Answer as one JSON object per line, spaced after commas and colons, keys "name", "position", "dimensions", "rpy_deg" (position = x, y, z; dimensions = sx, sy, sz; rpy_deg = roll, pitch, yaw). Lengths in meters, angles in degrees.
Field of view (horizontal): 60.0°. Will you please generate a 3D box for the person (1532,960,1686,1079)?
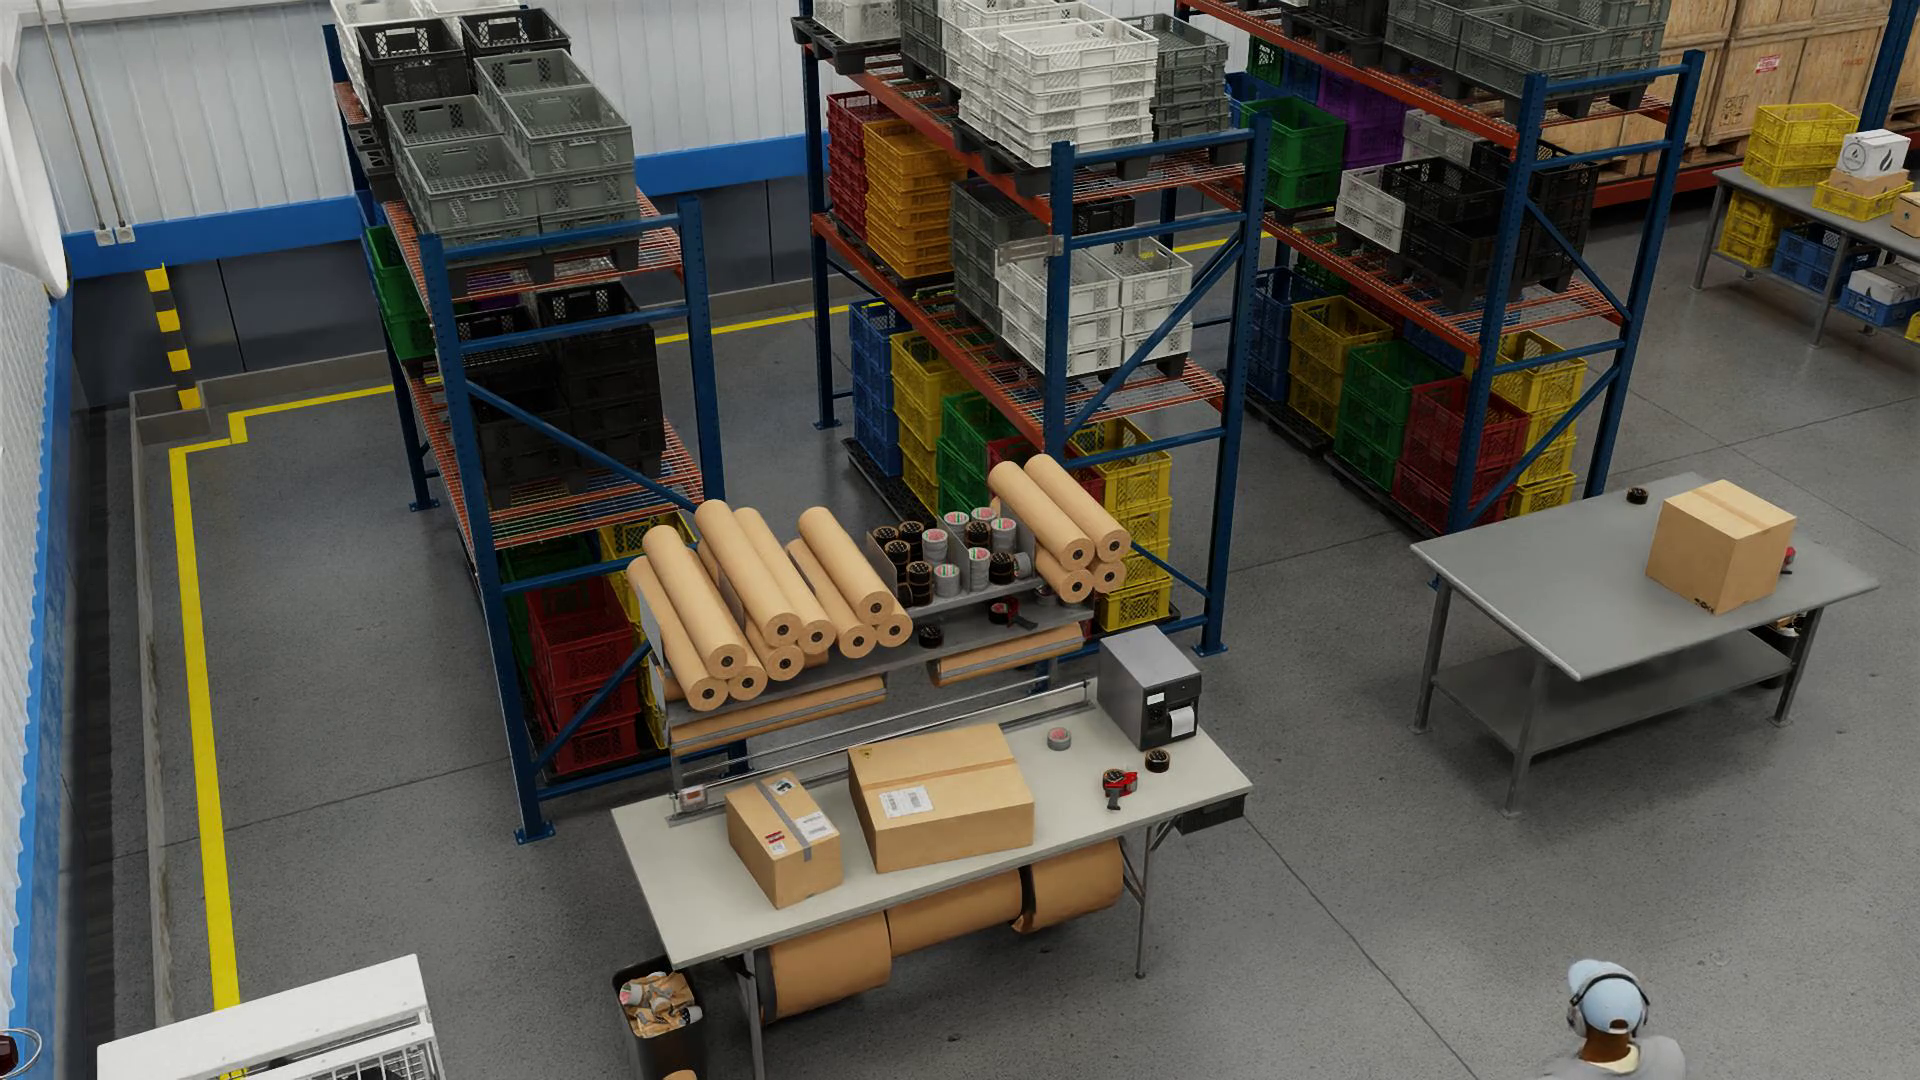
{"name": "person", "position": [1.867, 2.019, 5.186], "dimensions": [0.589, 1.848, 0.403], "rpy_deg": [-13, 34, -19]}
